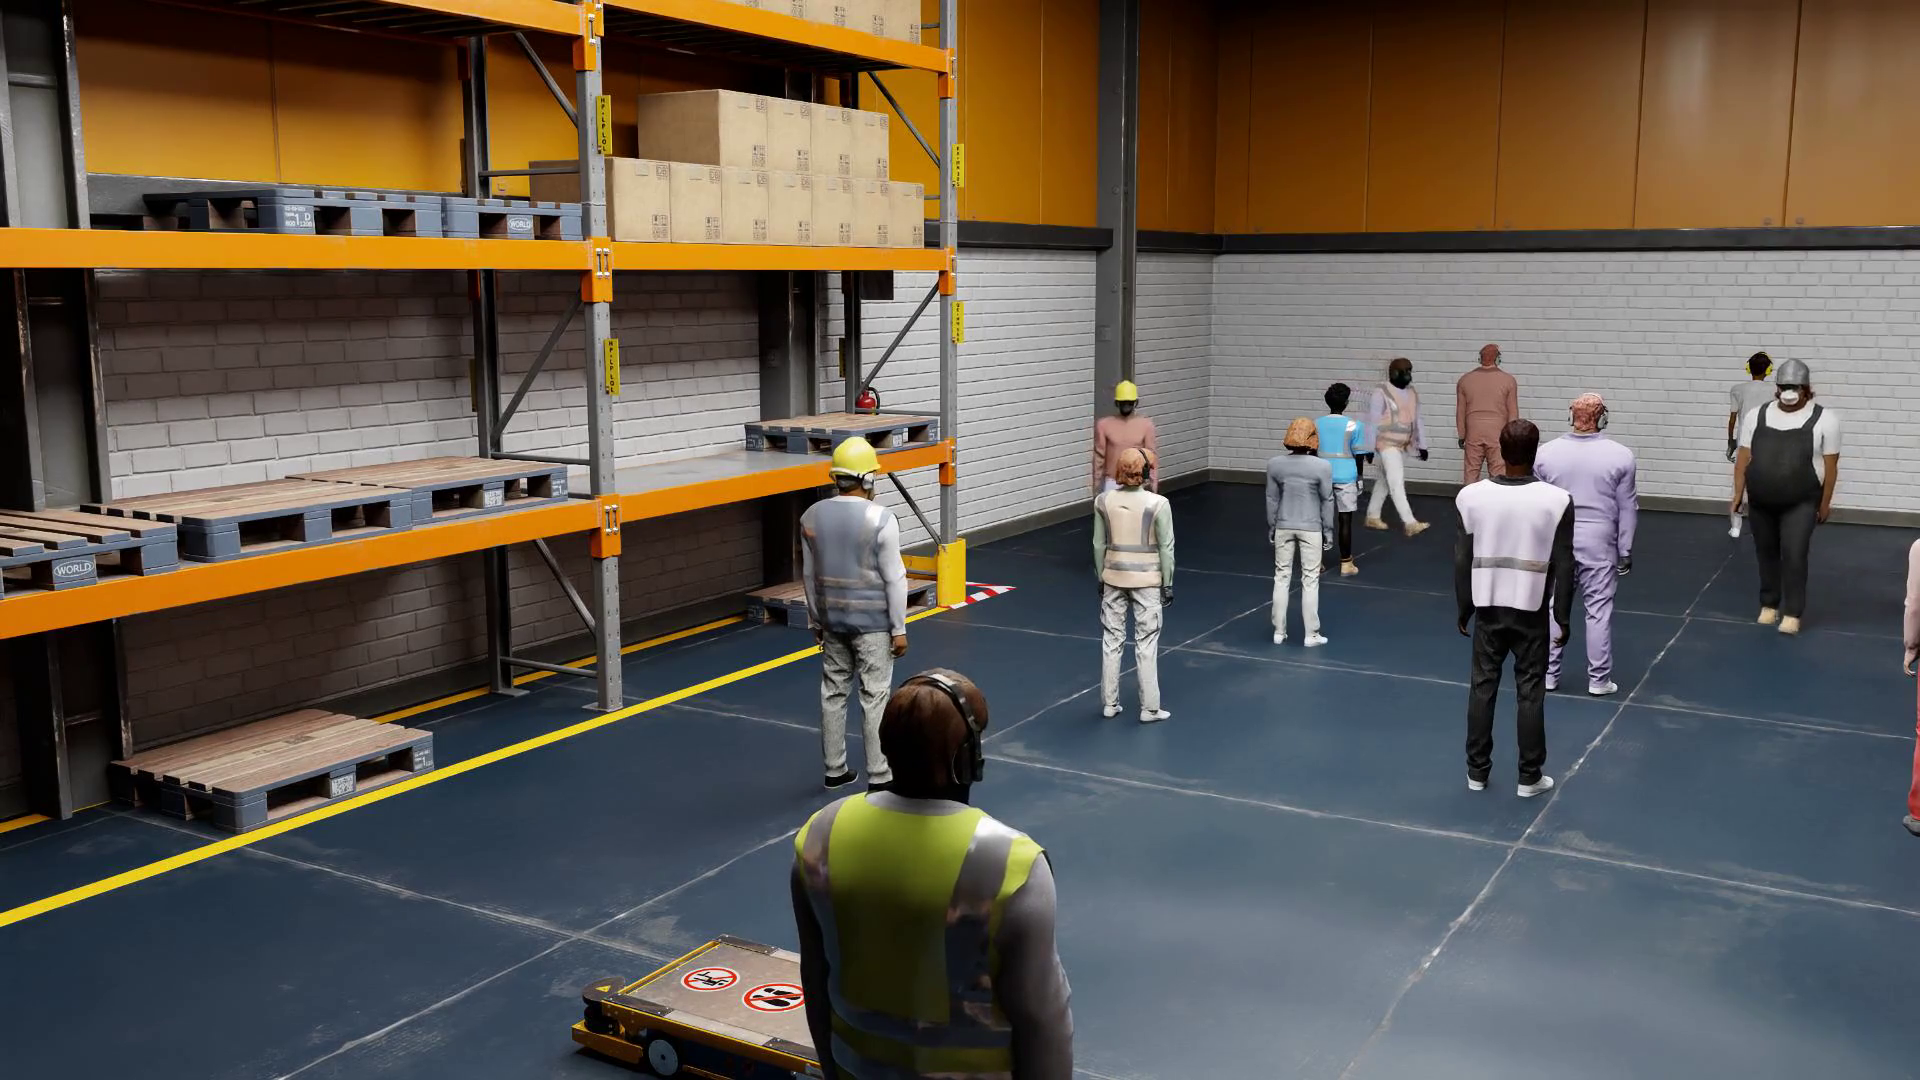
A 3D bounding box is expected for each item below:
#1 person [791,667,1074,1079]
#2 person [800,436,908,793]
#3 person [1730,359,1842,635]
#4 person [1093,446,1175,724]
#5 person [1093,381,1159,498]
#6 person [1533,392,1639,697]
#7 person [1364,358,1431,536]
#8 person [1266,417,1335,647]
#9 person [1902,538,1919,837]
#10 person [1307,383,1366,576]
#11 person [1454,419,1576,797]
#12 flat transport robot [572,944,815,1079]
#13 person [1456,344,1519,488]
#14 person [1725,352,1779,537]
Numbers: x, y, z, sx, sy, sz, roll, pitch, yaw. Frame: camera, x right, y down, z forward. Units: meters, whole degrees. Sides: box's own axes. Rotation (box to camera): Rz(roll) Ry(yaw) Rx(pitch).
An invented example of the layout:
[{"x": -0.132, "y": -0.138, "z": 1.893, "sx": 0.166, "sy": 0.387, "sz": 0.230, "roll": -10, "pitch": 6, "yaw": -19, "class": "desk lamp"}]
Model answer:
[{"x": -0.038, "y": 1.175, "z": 3.507, "sx": 0.627, "sy": 1.845, "sz": 0.429, "roll": 5, "pitch": 10, "yaw": 30, "class": "person"}, {"x": -0.509, "y": 0.394, "z": 8.399, "sx": 0.590, "sy": 1.836, "sz": 0.404, "roll": 5, "pitch": 10, "yaw": 30, "class": "person"}, {"x": 6.067, "y": -0.337, "z": 12.327, "sx": 0.682, "sy": 2.000, "sz": 0.809, "roll": 8, "pitch": 12, "yaw": 43, "class": "person"}, {"x": 1.020, "y": 0.267, "z": 9.804, "sx": 0.514, "sy": 1.641, "sz": 0.307, "roll": 5, "pitch": 10, "yaw": 30, "class": "person"}, {"x": 1.413, "y": -0.475, "z": 14.123, "sx": 0.551, "sy": 1.725, "sz": 0.852, "roll": 0, "pitch": 9, "yaw": 1, "class": "person"}, {"x": 3.910, "y": 0.030, "z": 10.452, "sx": 0.643, "sy": 1.909, "sz": 0.410, "roll": 5, "pitch": 10, "yaw": 30, "class": "person"}, {"x": 4.485, "y": -0.952, "z": 16.963, "sx": 0.641, "sy": 1.790, "sz": 0.971, "roll": -7, "pitch": 11, "yaw": -37, "class": "person"}, {"x": 2.417, "y": -0.056, "z": 11.840, "sx": 0.500, "sy": 1.633, "sz": 0.284, "roll": 5, "pitch": 10, "yaw": 30, "class": "person"}, {"x": 4.676, "y": 0.533, "z": 7.740, "sx": 0.525, "sy": 1.772, "sz": 0.304, "roll": 5, "pitch": 10, "yaw": 30, "class": "person"}, {"x": 3.290, "y": -0.527, "z": 14.585, "sx": 0.535, "sy": 1.696, "sz": 0.318, "roll": 5, "pitch": 10, "yaw": 30, "class": "person"}, {"x": 2.798, "y": 0.346, "z": 8.437, "sx": 0.593, "sy": 1.922, "sz": 0.391, "roll": 5, "pitch": 10, "yaw": 30, "class": "person"}, {"x": -0.539, "y": 1.630, "z": 5.552, "sx": 1.431, "sy": 0.197, "sz": 0.652, "roll": 5, "pitch": 11, "yaw": 30, "class": "flat transport robot"}, {"x": 5.585, "y": -1.118, "z": 17.619, "sx": 0.643, "sy": 1.909, "sz": 0.410, "roll": 5, "pitch": 10, "yaw": 30, "class": "person"}, {"x": 7.953, "y": -0.945, "z": 16.653, "sx": 0.513, "sy": 1.872, "sz": 0.328, "roll": 5, "pitch": 10, "yaw": 30, "class": "person"}]
